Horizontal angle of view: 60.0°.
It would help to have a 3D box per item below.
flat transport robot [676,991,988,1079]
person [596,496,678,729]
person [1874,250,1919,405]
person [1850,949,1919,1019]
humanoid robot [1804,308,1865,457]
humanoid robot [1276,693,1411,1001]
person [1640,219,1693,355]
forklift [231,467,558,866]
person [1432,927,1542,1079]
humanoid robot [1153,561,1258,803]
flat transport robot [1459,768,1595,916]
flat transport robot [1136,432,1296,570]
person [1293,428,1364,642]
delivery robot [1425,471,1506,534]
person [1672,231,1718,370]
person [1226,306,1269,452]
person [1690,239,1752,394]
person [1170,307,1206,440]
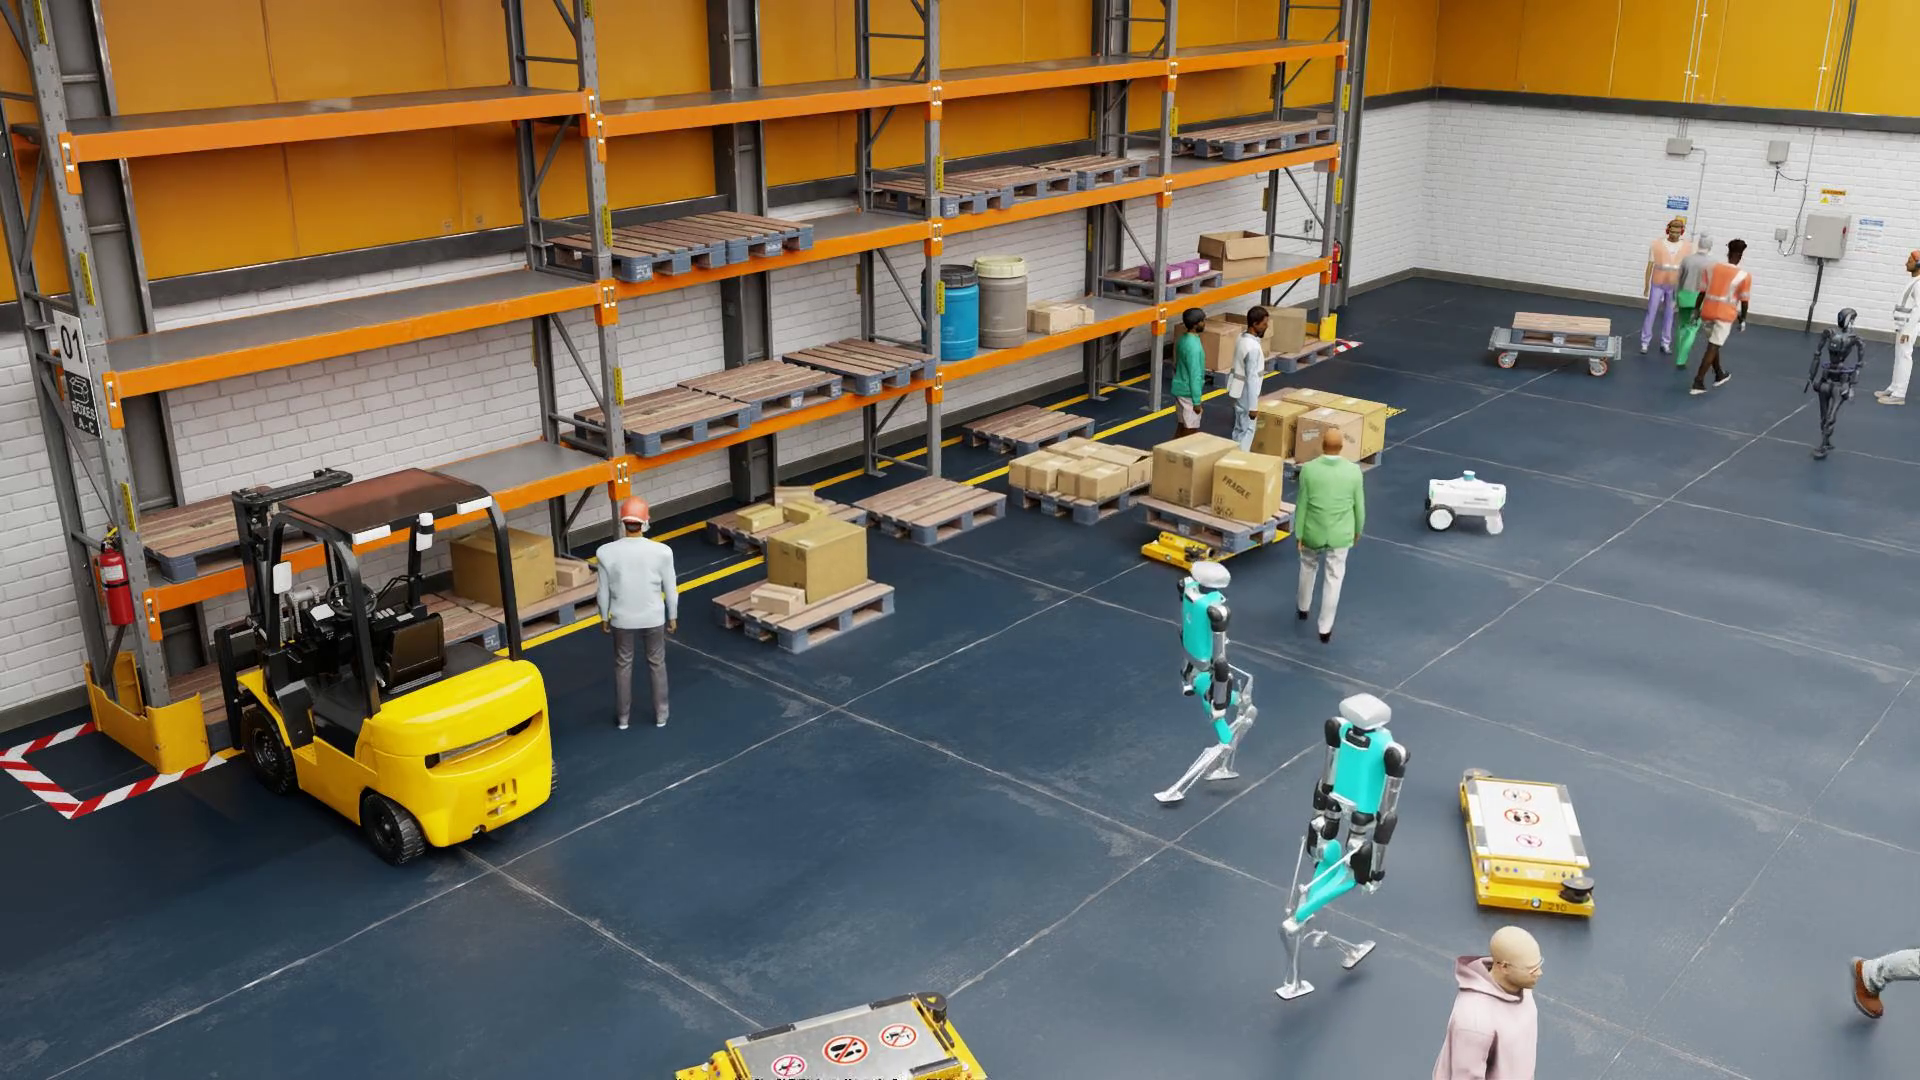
[{"bbox_3d":[-0.643,2.668,8.321,1.431,0.231,0.659,-9,22,-22],"label":"flat transport robot"},{"bbox_3d":[-2.318,0.524,12.006,0.575,1.737,0.351,-2,20,-7],"label":"person"},{"bbox_3d":[11.507,-2.587,20.232,0.355,1.882,0.573,8,22,21],"label":"person"},{"bbox_3d":[5.065,1.770,8.379,0.627,1.917,0.823,-7,21,-17],"label":"person"},{"bbox_3d":[9.549,-1.732,18.231,0.656,1.636,0.599,-11,23,-28],"label":"humanoid robot"},{"bbox_3d":[1.924,1.705,8.835,1.011,1.742,0.534,-13,24,-32],"label":"humanoid robot"},{"bbox_3d":[9.600,-3.448,22.627,0.562,1.837,0.391,3,21,9],"label":"person"},{"bbox_3d":[-3.730,0.710,10.856,2.313,2.155,1.214,17,26,38],"label":"forklift"},{"bbox_3d":[2.166,2.371,6.958,0.408,1.775,0.526,17,26,38],"label":"person"},{"bbox_3d":[1.719,0.939,10.883,0.949,1.749,0.583,-8,22,-21],"label":"humanoid robot"},{"bbox_3d":[3.540,1.878,10.462,0.659,0.231,1.431,4,21,11],"label":"flat transport robot"},{"bbox_3d":[2.418,-0.034,15.643,1.431,0.231,0.659,-18,27,-40],"label":"flat transport robot"},{"bbox_3d":[3.028,-0.096,13.673,0.551,1.756,0.782,5,21,14],"label":"person"},{"bbox_3d":[4.906,-0.387,16.145,0.746,0.565,0.499,5,21,13],"label":"delivery robot"},{"bbox_3d":[9.717,-3.167,21.884,0.718,1.824,0.527,-17,26,-39],"label":"person"},{"bbox_3d":[2.970,-1.480,17.203,0.410,1.907,0.596,-1,20,-2],"label":"person"},{"bbox_3d":[9.532,-2.804,20.768,0.954,1.905,0.618,-14,24,-33],"label":"person"},{"bbox_3d":[2.385,-1.507,17.349,0.397,1.853,0.493,-3,20,-8],"label":"person"}]
